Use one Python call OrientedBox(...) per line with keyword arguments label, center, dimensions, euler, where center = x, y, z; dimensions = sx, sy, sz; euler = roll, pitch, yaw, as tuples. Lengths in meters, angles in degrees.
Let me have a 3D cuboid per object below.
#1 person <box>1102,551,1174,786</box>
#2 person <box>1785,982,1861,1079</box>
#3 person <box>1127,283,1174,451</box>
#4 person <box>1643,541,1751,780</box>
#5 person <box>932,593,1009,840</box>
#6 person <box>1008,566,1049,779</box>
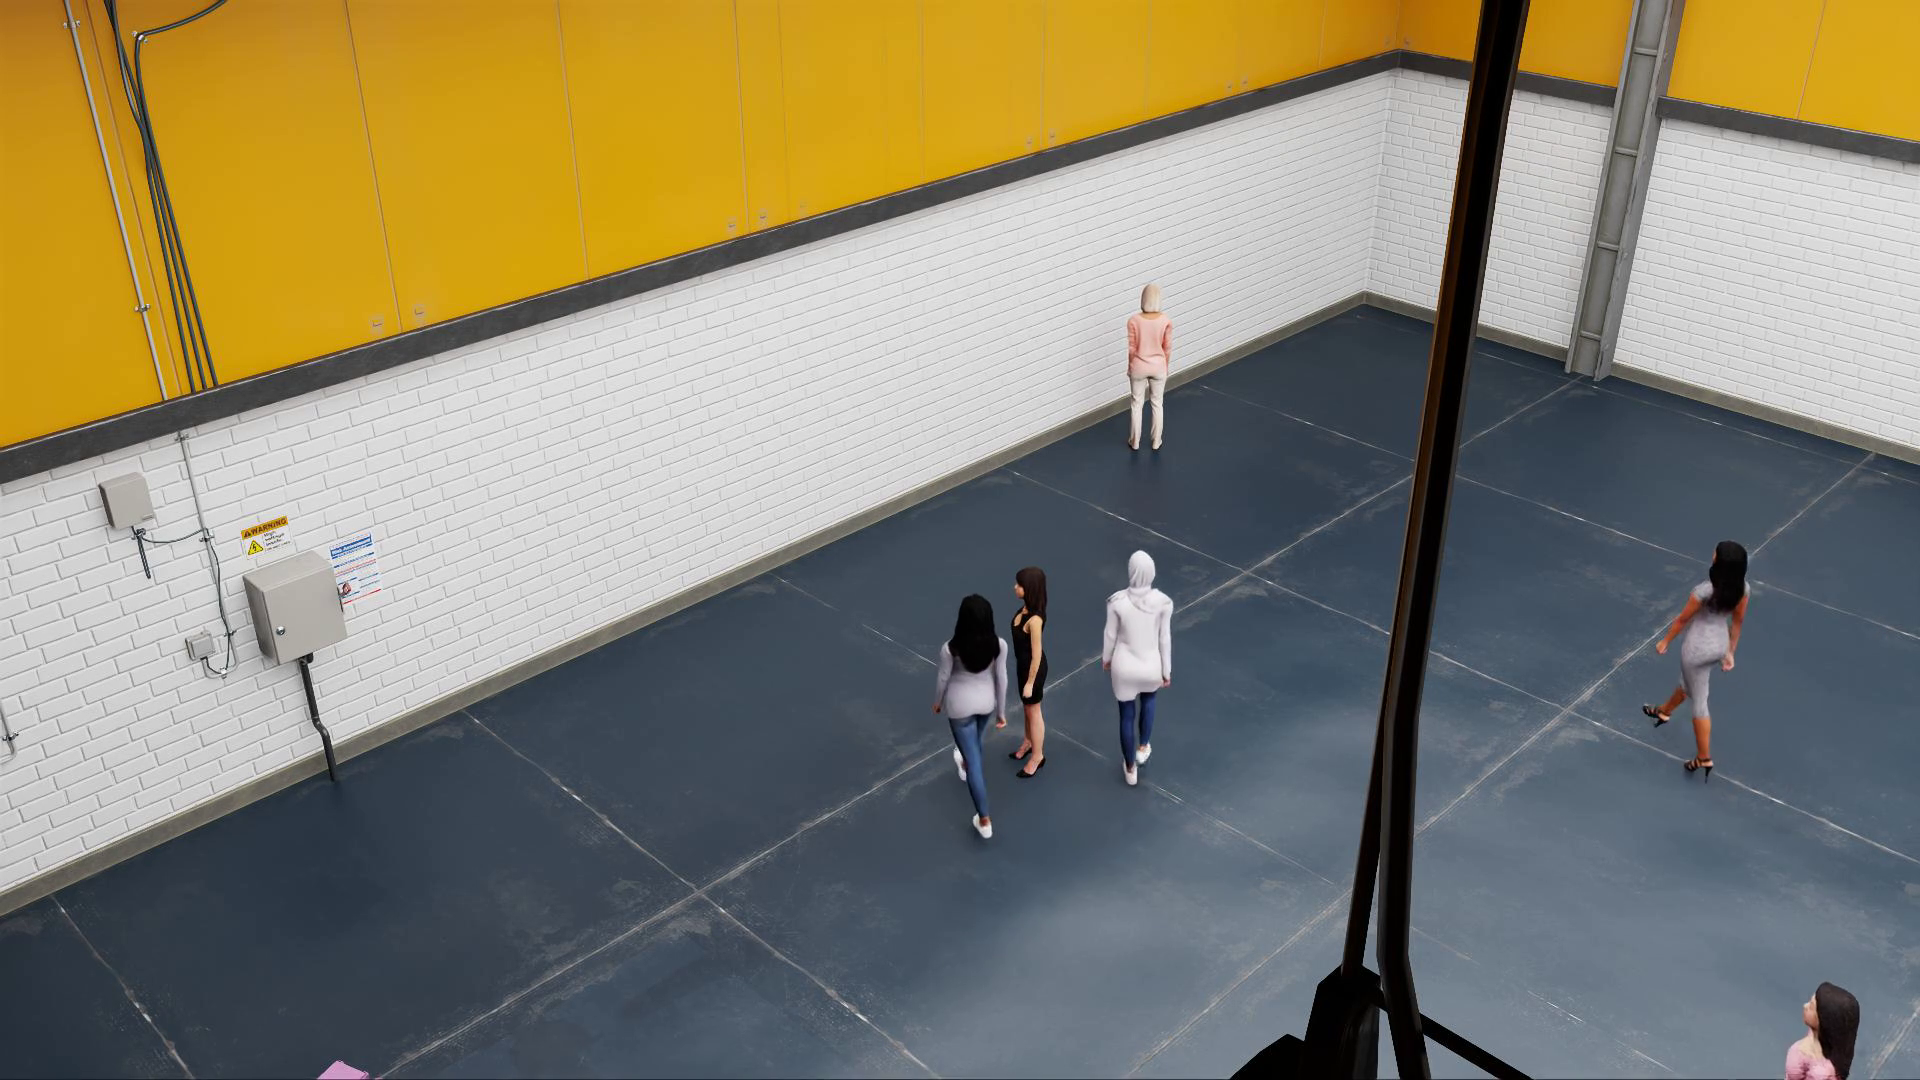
OrientedBox(label="person", center=(1.219, 0.938, 11.492), dimensions=(0.791, 1.763, 0.855), euler=(3, 29, 5))
OrientedBox(label="person", center=(4.124, 2.865, 8.020), dimensions=(1.187, 1.703, 0.815), euler=(16, 33, 27))
OrientedBox(label="person", center=(1.854, -1.708, 16.380), dimensions=(0.670, 1.725, 0.734), euler=(1, 29, 1))
OrientedBox(label="person", center=(5.263, 0.872, 11.633), dimensions=(0.889, 1.744, 1.129), euler=(-10, 30, -18))
OrientedBox(label="person", center=(0.105, 1.198, 11.095), dimensions=(0.955, 1.685, 1.239), euler=(-10, 30, -17))
OrientedBox(label="person", center=(0.501, 0.914, 11.652), dimensions=(0.683, 1.650, 0.597), euler=(-3, 29, -6))
